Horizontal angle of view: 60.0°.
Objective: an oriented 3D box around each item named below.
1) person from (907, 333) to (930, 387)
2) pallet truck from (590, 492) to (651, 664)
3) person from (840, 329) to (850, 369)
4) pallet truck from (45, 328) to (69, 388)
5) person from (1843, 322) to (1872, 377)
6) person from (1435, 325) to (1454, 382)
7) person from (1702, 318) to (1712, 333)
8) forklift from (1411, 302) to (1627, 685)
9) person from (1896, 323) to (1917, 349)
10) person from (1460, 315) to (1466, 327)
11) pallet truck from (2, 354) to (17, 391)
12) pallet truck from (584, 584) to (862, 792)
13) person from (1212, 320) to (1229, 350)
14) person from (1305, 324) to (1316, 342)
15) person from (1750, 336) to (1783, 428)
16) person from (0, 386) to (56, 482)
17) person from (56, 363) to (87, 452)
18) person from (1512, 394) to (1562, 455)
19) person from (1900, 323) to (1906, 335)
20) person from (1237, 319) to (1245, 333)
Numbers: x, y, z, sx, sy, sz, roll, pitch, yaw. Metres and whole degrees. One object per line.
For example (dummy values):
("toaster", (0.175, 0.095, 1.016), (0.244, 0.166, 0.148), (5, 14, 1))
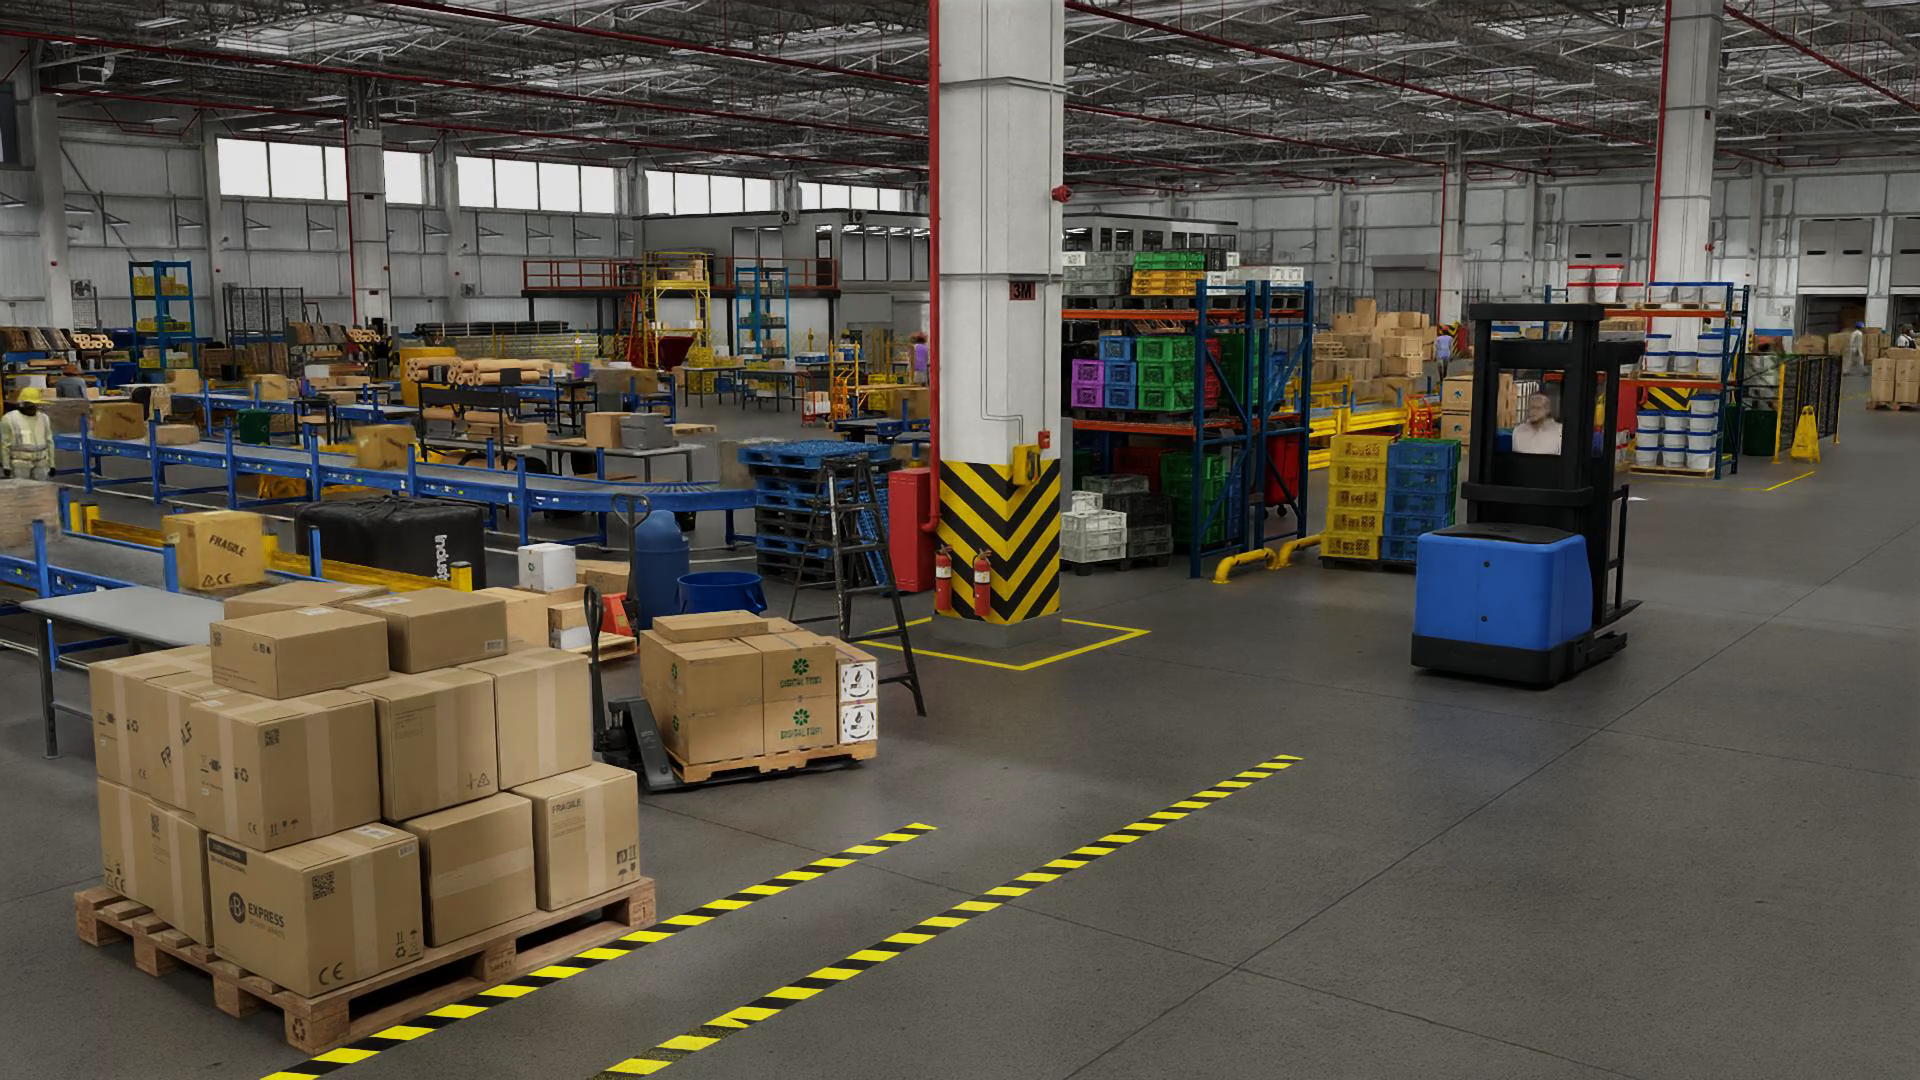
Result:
("person", (-1.049, -4.324, 42.421), (0.678, 1.884, 0.368), (-4, 9, -26))
("pallet truck", (-3.115, 0.344, 12.883), (0.653, 1.274, 1.630), (7, 11, 37))
("person", (-3.684, -5.925, 53.689), (0.323, 1.736, 0.484), (5, 10, 29))
("pallet truck", (-23.775, -4.544, 43.495), (1.885, 1.965, 0.823), (6, 10, 35))
("person", (31.263, -6.622, 57.806), (0.970, 1.898, 0.656), (0, 8, 3))
("person", (15.173, -5.786, 52.123), (0.560, 1.918, 0.499), (2, 9, 10))
("person", (32.571, -8.775, 72.535), (0.430, 1.845, 0.620), (5, 10, 31))
("forklift", (4.379, -0.438, 12.852), (1.129, 2.768, 1.873), (7, 11, 37))
("person", (27.487, -5.276, 48.285), (0.539, 2.000, 0.688), (8, 11, 42))
("person", (24.343, -9.946, 80.440), (0.439, 1.834, 0.531), (1, 8, 7))
("pallet truck", (-24.881, -4.417, 42.634), (1.885, 1.965, 0.823), (8, 11, 41))
("pallet truck", (-1.426, 0.805, 10.019), (1.601, 1.201, 0.680), (-4, 9, -26))
("person", (9.395, -6.948, 59.971), (0.632, 1.915, 0.948), (1, 9, 8))
("person", (14.968, -8.596, 71.199), (0.573, 1.883, 0.356), (3, 9, 22))
("person", (16.936, -3.274, 34.927), (0.611, 2.012, 0.961), (-2, 9, -12))
("person", (-11.006, -0.912, 19.664), (0.409, 1.814, 0.617), (5, 10, 31))
("person", (-16.244, -2.427, 30.444), (0.504, 1.632, 0.270), (-2, 9, -13))
("person", (5.979, -0.576, 17.163), (0.651, 1.875, 0.881), (8, 11, 42))
("person", (32.260, -6.471, 56.869), (0.358, 1.882, 0.574), (5, 10, 30))
("person", (11.610, -8.222, 68.541), (0.399, 1.928, 0.542), (3, 9, 21))
